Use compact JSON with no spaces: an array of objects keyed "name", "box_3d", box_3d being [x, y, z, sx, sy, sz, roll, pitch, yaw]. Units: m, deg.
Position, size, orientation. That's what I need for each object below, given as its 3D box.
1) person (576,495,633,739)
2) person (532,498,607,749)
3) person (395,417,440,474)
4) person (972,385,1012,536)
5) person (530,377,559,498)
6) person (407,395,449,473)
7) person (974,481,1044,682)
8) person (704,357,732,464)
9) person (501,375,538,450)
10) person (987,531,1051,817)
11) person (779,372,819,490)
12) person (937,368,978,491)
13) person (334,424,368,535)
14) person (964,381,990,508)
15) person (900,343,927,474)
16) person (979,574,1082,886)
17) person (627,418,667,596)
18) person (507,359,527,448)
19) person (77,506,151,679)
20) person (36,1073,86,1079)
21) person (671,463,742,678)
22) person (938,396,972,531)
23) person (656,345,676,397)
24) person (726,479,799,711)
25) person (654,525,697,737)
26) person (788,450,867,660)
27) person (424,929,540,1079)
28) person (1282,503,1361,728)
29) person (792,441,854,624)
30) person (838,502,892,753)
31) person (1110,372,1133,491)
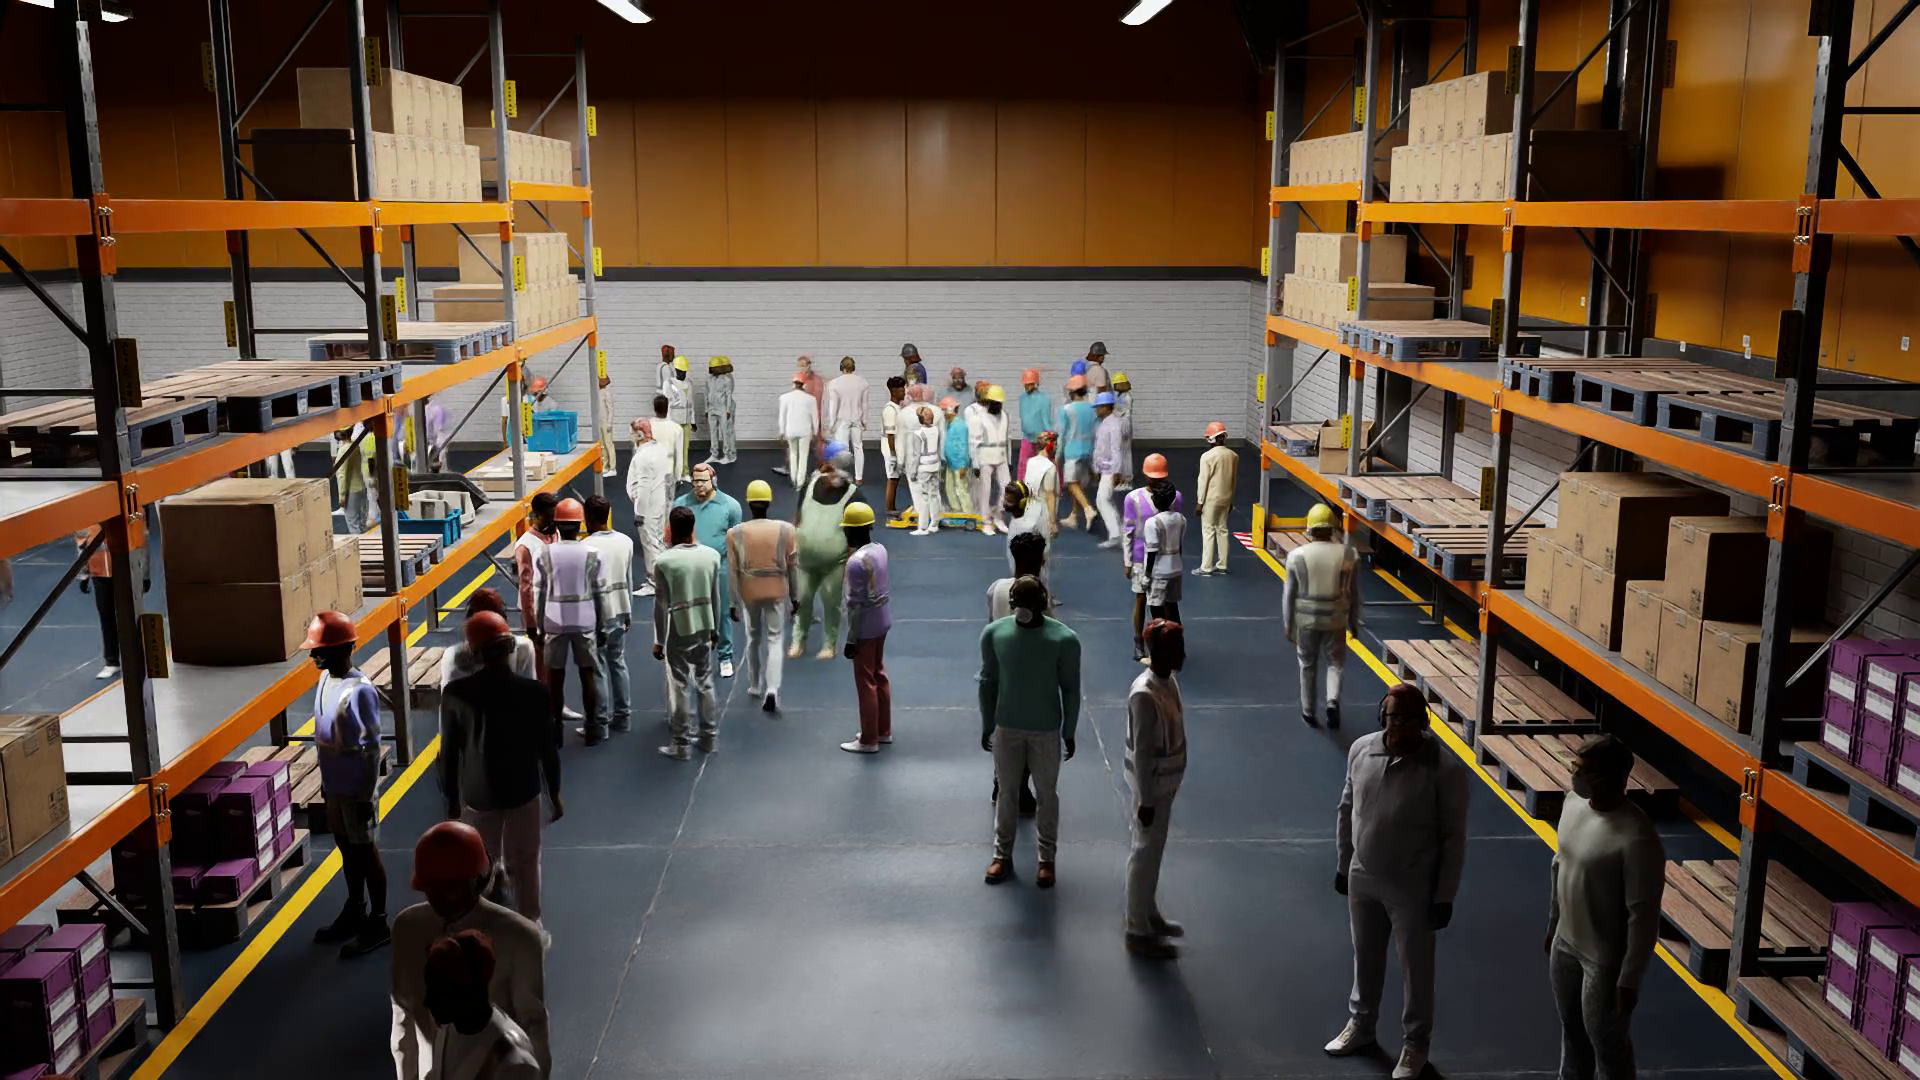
[{"name":"person","box_3d":[-2.768,0.596,12.989,0.398,1.909,0.600,6,13,29]},{"name":"person","box_3d":[-2.980,0.636,12.749,0.548,1.927,0.414,-3,12,-14]},{"name":"person","box_3d":[-6.437,-0.670,19.911,0.541,1.670,0.671,2,11,11]},{"name":"person","box_3d":[0.423,-0.989,20.925,0.623,1.905,0.504,-6,13,-26]},{"name":"person","box_3d":[-5.941,-1.452,23.697,0.602,1.734,0.439,9,14,37]},{"name":"person","box_3d":[-6.871,-1.103,21.289,0.630,1.984,1.054,5,12,25]},{"name":"person","box_3d":[0.554,0.370,14.367,0.925,1.814,0.521,-5,12,-24]},{"name":"person","box_3d":[-3.924,-2.095,26.889,0.494,1.741,0.308,6,13,26]},{"name":"person","box_3d":[-6.091,-1.388,23.083,0.507,1.846,0.346,-4,12,-21]},{"name":"person","box_3d":[0.417,0.905,11.318,0.370,1.958,0.599,-8,14,-36]},{"name":"person","box_3d":[-2.345,-1.618,24.525,0.579,1.721,0.694,2,11,8]},{"name":"person","box_3d":[-0.022,-1.486,23.535,0.666,1.858,0.932,1,11,4]},{"name":"person","box_3d":[-7.014,-0.550,19.100,0.340,1.762,0.526,0,11,-1]},{"name":"person","box_3d":[0.284,-1.137,21.729,0.347,1.882,0.584,9,14,37]},{"name":"person","box_3d":[-0.785,-2.056,25.944,0.535,2.000,0.684,3,12,14]},{"name":"person","box_3d":[0.420,1.148,10.131,0.629,1.939,0.372,3,12,15]},{"name":"person","box_3d":[-3.349,-0.353,17.759,0.406,1.902,0.636,1,11,7]},{"name":"person","box_3d":[-7.276,-2.193,27.379,0.396,1.753,0.529,2,11,8]},{"name":"person","box_3d":[-7.413,0.271,14.590,0.592,1.918,0.378,-1,11,-5]},{"name":"person","box_3d":[-2.322,2.311,4.440,0.574,1.884,0.356,0,11,2]},{"name":"person","box_3d":[-2.233,0.269,14.620,0.652,1.906,0.409,0,11,0]},{"name":"person","box_3d":[-0.062,-0.985,21.354,0.388,1.730,0.588,-5,12,-24]},{"name":"person","box_3d":[-4.825,-2.272,27.412,0.354,1.887,0.572,-5,12,-24]},{"name":"person","box_3d":[-1.629,0.455,13.751,0.599,1.897,0.868,-1,11,-7]},{"name":"person","box_3d":[-2.199,0.677,13.087,0.387,1.710,0.717,2,11,9]},{"name":"person","box_3d":[-1.210,0.110,15.079,0.766,2.000,0.558,3,12,16]},{"name":"person","box_3d":[-1.506,2.130,5.369,0.367,1.876,0.587,-9,14,-37]},{"name":"person","box_3d":[2.835,0.621,13.070,0.615,1.816,0.538,1,11,7]},{"name":"person","box_3d":[-1.254,-0.056,16.315,1.027,1.885,0.639,7,13,30]},{"name":"person","box_3d":[-0.731,0.660,12.644,0.403,1.919,0.581,3,12,17]},{"name":"person","box_3d":[2.362,-1.598,24.433,0.324,1.730,0.489,-4,12,-19]}]
